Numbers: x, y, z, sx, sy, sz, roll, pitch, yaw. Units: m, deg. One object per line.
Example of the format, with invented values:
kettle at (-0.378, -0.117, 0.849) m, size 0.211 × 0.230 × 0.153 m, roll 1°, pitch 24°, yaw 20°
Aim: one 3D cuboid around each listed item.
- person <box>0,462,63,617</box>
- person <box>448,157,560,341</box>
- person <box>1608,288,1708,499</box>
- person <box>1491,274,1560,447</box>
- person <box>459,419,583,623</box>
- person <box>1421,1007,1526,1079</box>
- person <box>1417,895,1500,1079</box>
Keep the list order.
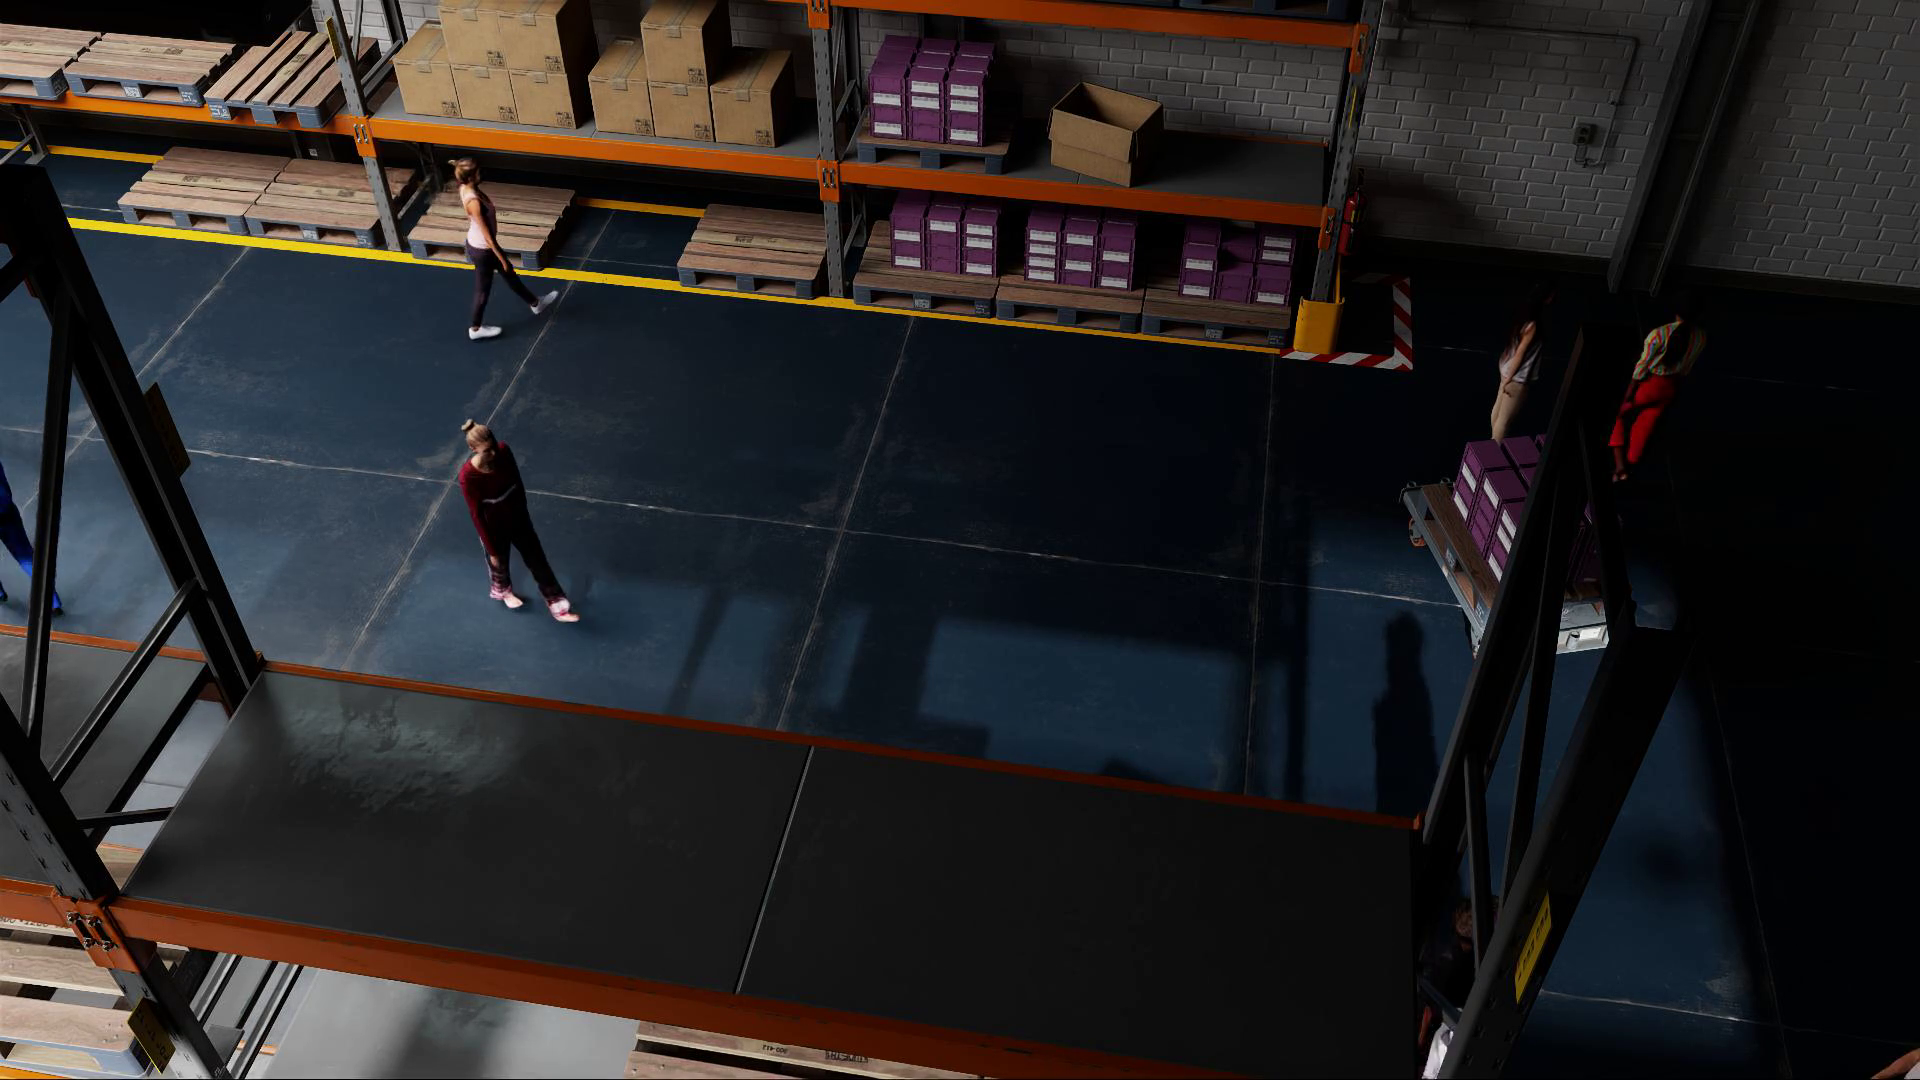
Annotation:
person at (-6.321, -0.112, 10.905) m, size 1.039 × 1.676 × 0.883 m, roll 25°, pitch 49°, yaw 24°
person at (-3.865, -2.290, 13.242) m, size 1.089 × 1.606 × 0.884 m, roll -15°, pitch 46°, yaw -15°
person at (4.898, -0.963, 11.717) m, size 0.668 × 1.787 × 0.711 m, roll 0°, pitch 44°, yaw 0°
person at (4.041, -1.237, 12.103) m, size 0.582 × 1.652 × 0.531 m, roll 6°, pitch 44°, yaw 6°
person at (-3.061, -0.136, 10.932) m, size 1.103 × 1.674 × 0.916 m, roll 25°, pitch 49°, yaw 24°
person at (2.195, 2.706, 7.779) m, size 1.157 × 1.907 × 0.875 m, roll -4°, pitch 44°, yaw -5°
person at (2.371, 2.313, 8.293) m, size 0.743 × 1.767 × 0.709 m, roll 22°, pitch 48°, yaw 22°
